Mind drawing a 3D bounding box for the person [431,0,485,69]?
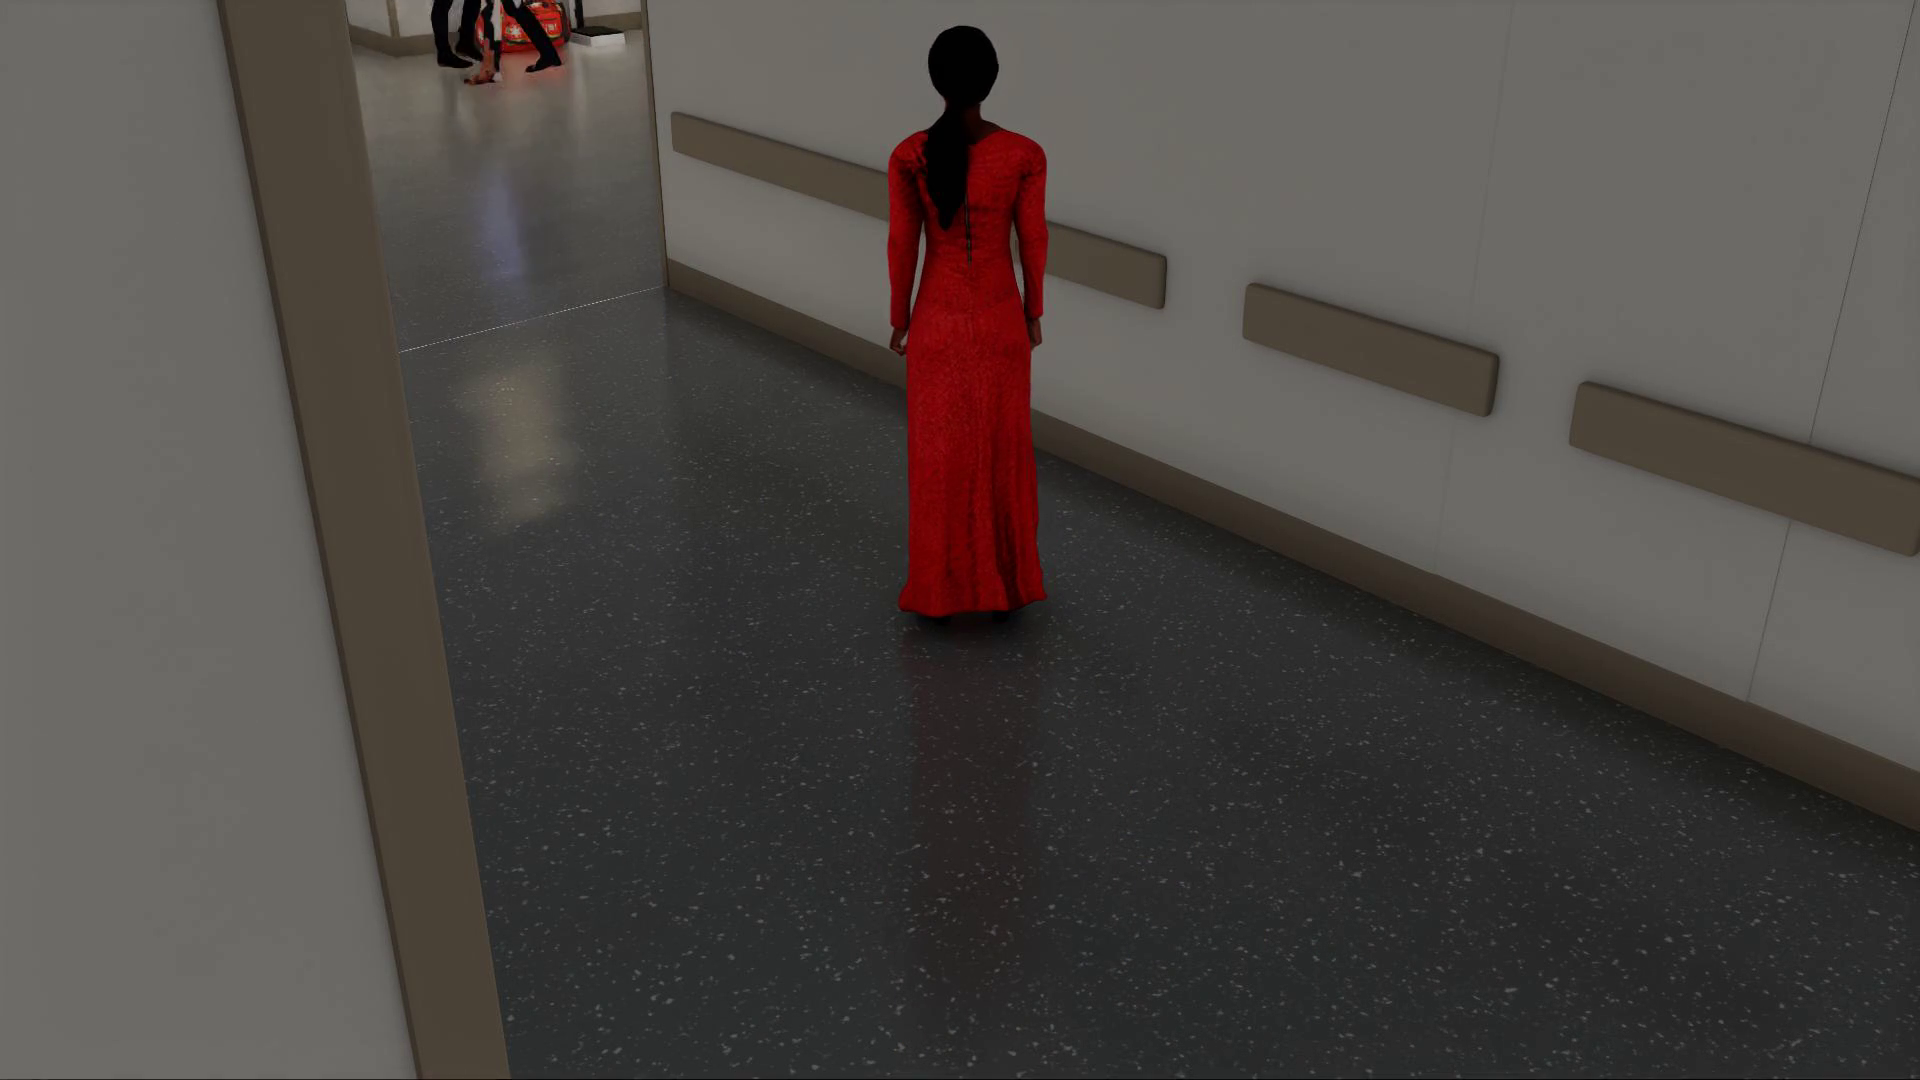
[{"bbox_3d":[-4.249,-4.768,13.432,0.874,1.851,0.806,5,26,10],"label":"person"}]

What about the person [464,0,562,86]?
[{"bbox_3d":[-3.529,-4.550,13.014,1.137,1.861,0.961,-11,28,-22],"label":"person"}]

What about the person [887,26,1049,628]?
[{"bbox_3d":[0.015,-0.581,4.871,0.723,1.785,0.802,-2,26,-4],"label":"person"}]
